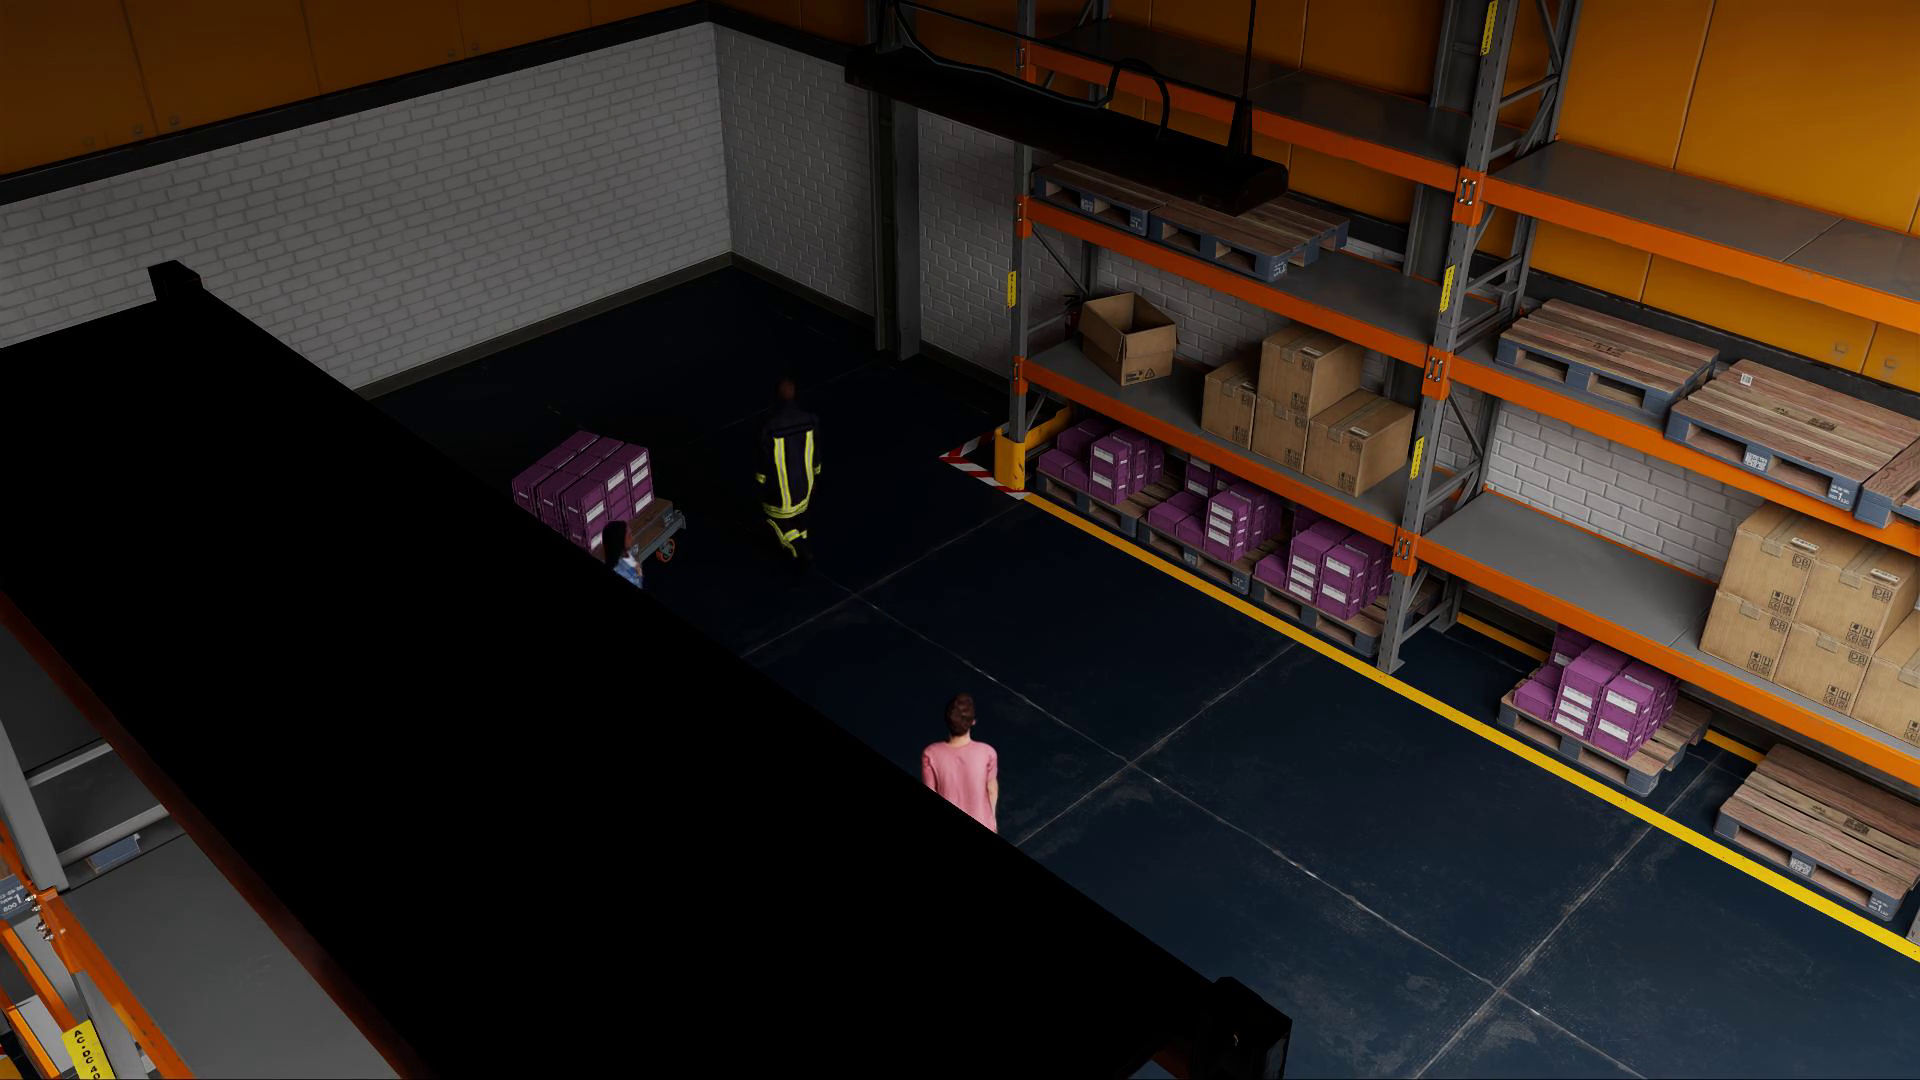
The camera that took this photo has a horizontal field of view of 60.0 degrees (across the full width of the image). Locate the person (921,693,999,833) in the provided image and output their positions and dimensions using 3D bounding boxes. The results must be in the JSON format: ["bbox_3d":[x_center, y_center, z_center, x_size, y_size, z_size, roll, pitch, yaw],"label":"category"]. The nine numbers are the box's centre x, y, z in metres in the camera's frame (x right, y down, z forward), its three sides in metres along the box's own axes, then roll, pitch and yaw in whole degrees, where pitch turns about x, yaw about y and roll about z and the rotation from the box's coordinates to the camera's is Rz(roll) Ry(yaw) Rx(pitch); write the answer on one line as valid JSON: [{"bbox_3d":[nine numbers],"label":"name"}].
[{"bbox_3d":[0.006,1.757,10.186,0.718,1.958,0.771,-1,34,-2],"label":"person"}]

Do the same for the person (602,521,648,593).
[{"bbox_3d":[-2.517,0.613,12.173,1.200,1.665,1.175,-1,34,-2],"label":"person"}]

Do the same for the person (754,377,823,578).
[{"bbox_3d":[-1.386,-0.490,13.702,0.856,1.808,1.022,-20,38,-27],"label":"person"}]
